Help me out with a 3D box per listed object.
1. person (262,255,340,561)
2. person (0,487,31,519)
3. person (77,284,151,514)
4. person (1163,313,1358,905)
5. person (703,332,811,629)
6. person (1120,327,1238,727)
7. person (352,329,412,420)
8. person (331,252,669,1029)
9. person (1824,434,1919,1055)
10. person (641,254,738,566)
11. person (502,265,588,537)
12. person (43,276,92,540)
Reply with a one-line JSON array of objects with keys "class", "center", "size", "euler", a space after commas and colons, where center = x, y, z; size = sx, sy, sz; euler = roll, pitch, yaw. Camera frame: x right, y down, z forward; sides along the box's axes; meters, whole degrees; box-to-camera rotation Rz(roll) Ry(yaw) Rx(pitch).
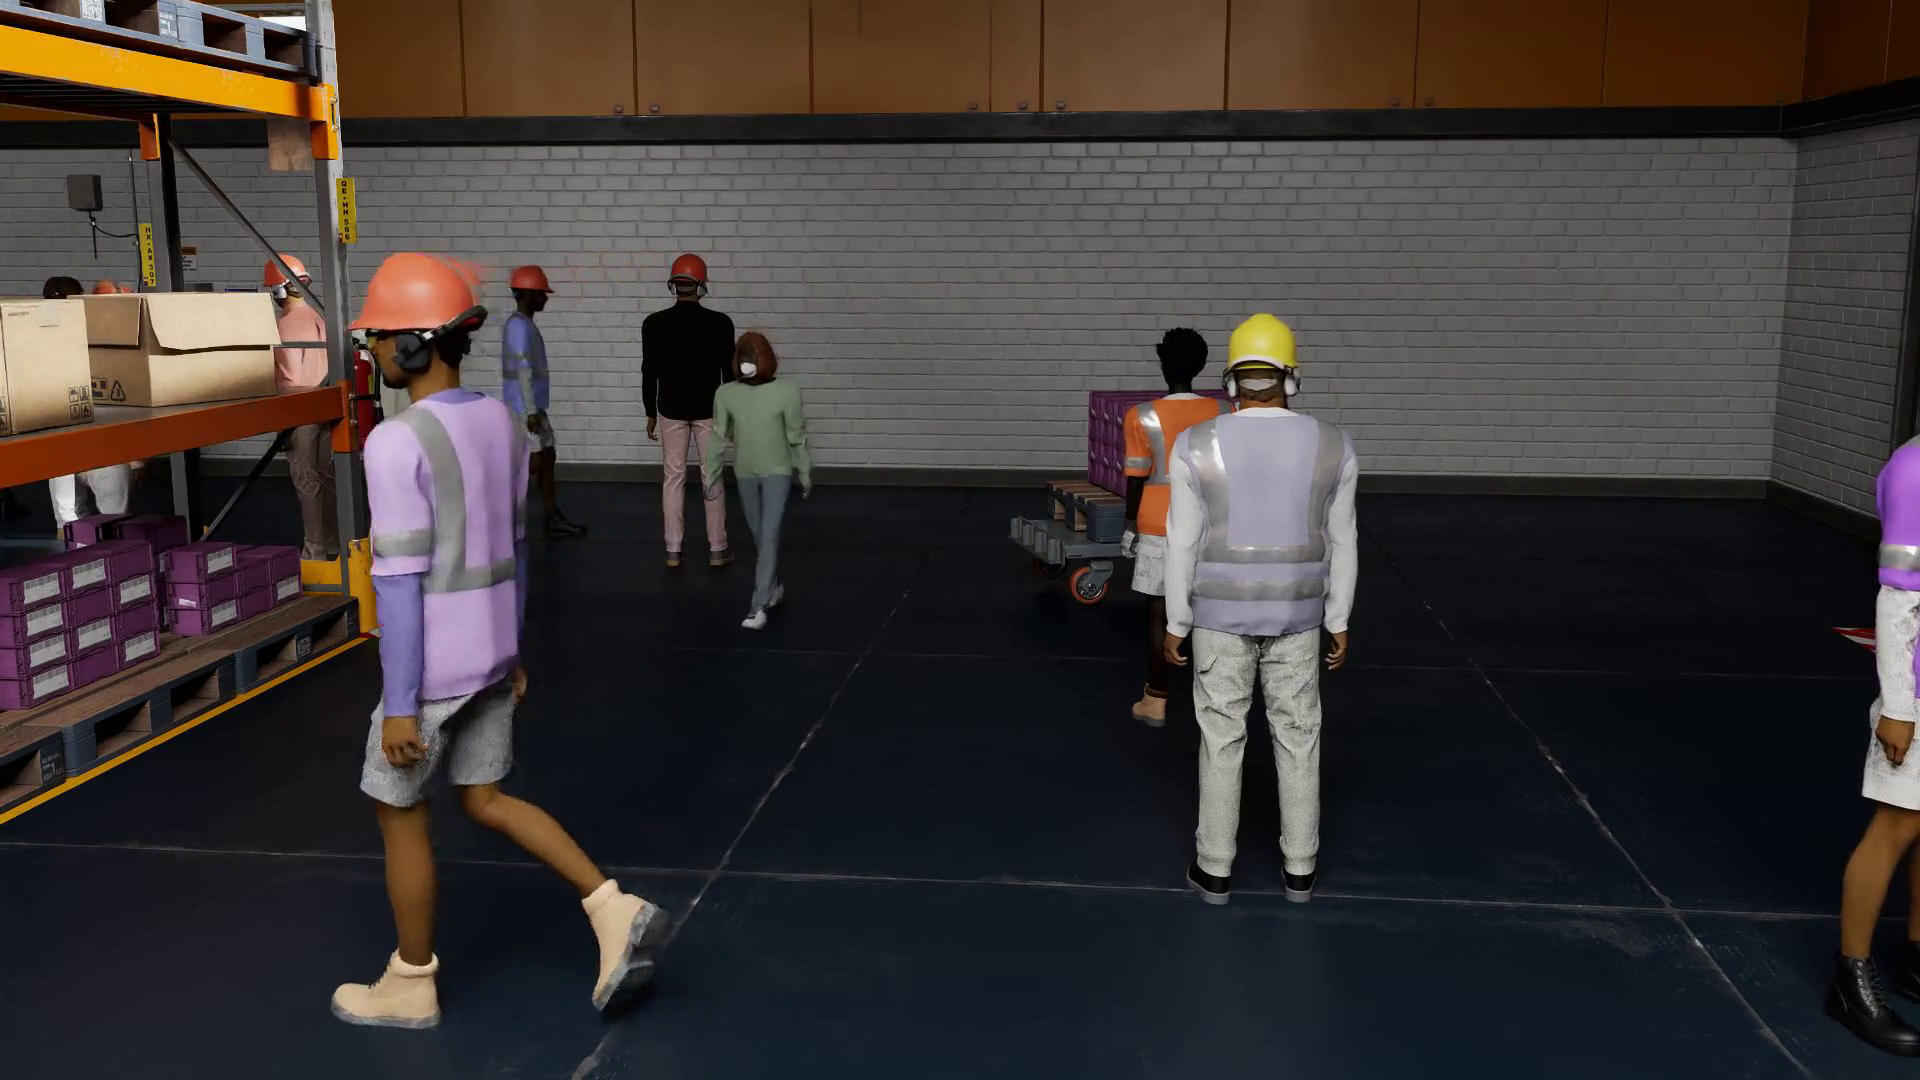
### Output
[{"class": "person", "center": [-4.089, -0.761, 10.319], "size": [0.391, 1.989, 0.610], "euler": [0, 10, 2]}, {"class": "person", "center": [-7.345, -1.113, 12.478], "size": [0.545, 1.938, 0.361], "euler": [-1, 10, -3]}, {"class": "person", "center": [-4.615, -0.450, 9.004], "size": [0.768, 1.841, 0.549], "euler": [9, 14, 43]}, {"class": "person", "center": [0.917, 0.221, 5.148], "size": [0.600, 1.827, 0.404], "euler": [0, 10, -1]}, {"class": "person", "center": [-1.094, -0.353, 9.127], "size": [0.517, 1.585, 0.861], "euler": [3, 10, 16]}, {"class": "person", "center": [0.935, -0.048, 7.070], "size": [0.529, 1.697, 0.321], "euler": [-2, 10, -12]}, {"class": "person", "center": [-3.633, -0.809, 10.873], "size": [0.631, 1.890, 0.964], "euler": [-2, 10, -14]}, {"class": "person", "center": [-1.229, 0.295, 4.208], "size": [0.832, 2.023, 0.609], "euler": [2, 10, 14]}, {"class": "person", "center": [2.522, 0.347, 4.169], "size": [0.548, 1.929, 0.414], "euler": [-4, 11, -22]}, {"class": "person", "center": [-1.714, -0.822, 10.650], "size": [0.622, 1.994, 0.381], "euler": [0, 10, -1]}, {"class": "person", "center": [-3.032, -0.943, 11.554], "size": [0.750, 1.918, 0.587], "euler": [-1, 10, -7]}, {"class": "person", "center": [-6.240, -0.924, 11.681], "size": [0.429, 1.842, 0.622], "euler": [-2, 10, -9]}]
